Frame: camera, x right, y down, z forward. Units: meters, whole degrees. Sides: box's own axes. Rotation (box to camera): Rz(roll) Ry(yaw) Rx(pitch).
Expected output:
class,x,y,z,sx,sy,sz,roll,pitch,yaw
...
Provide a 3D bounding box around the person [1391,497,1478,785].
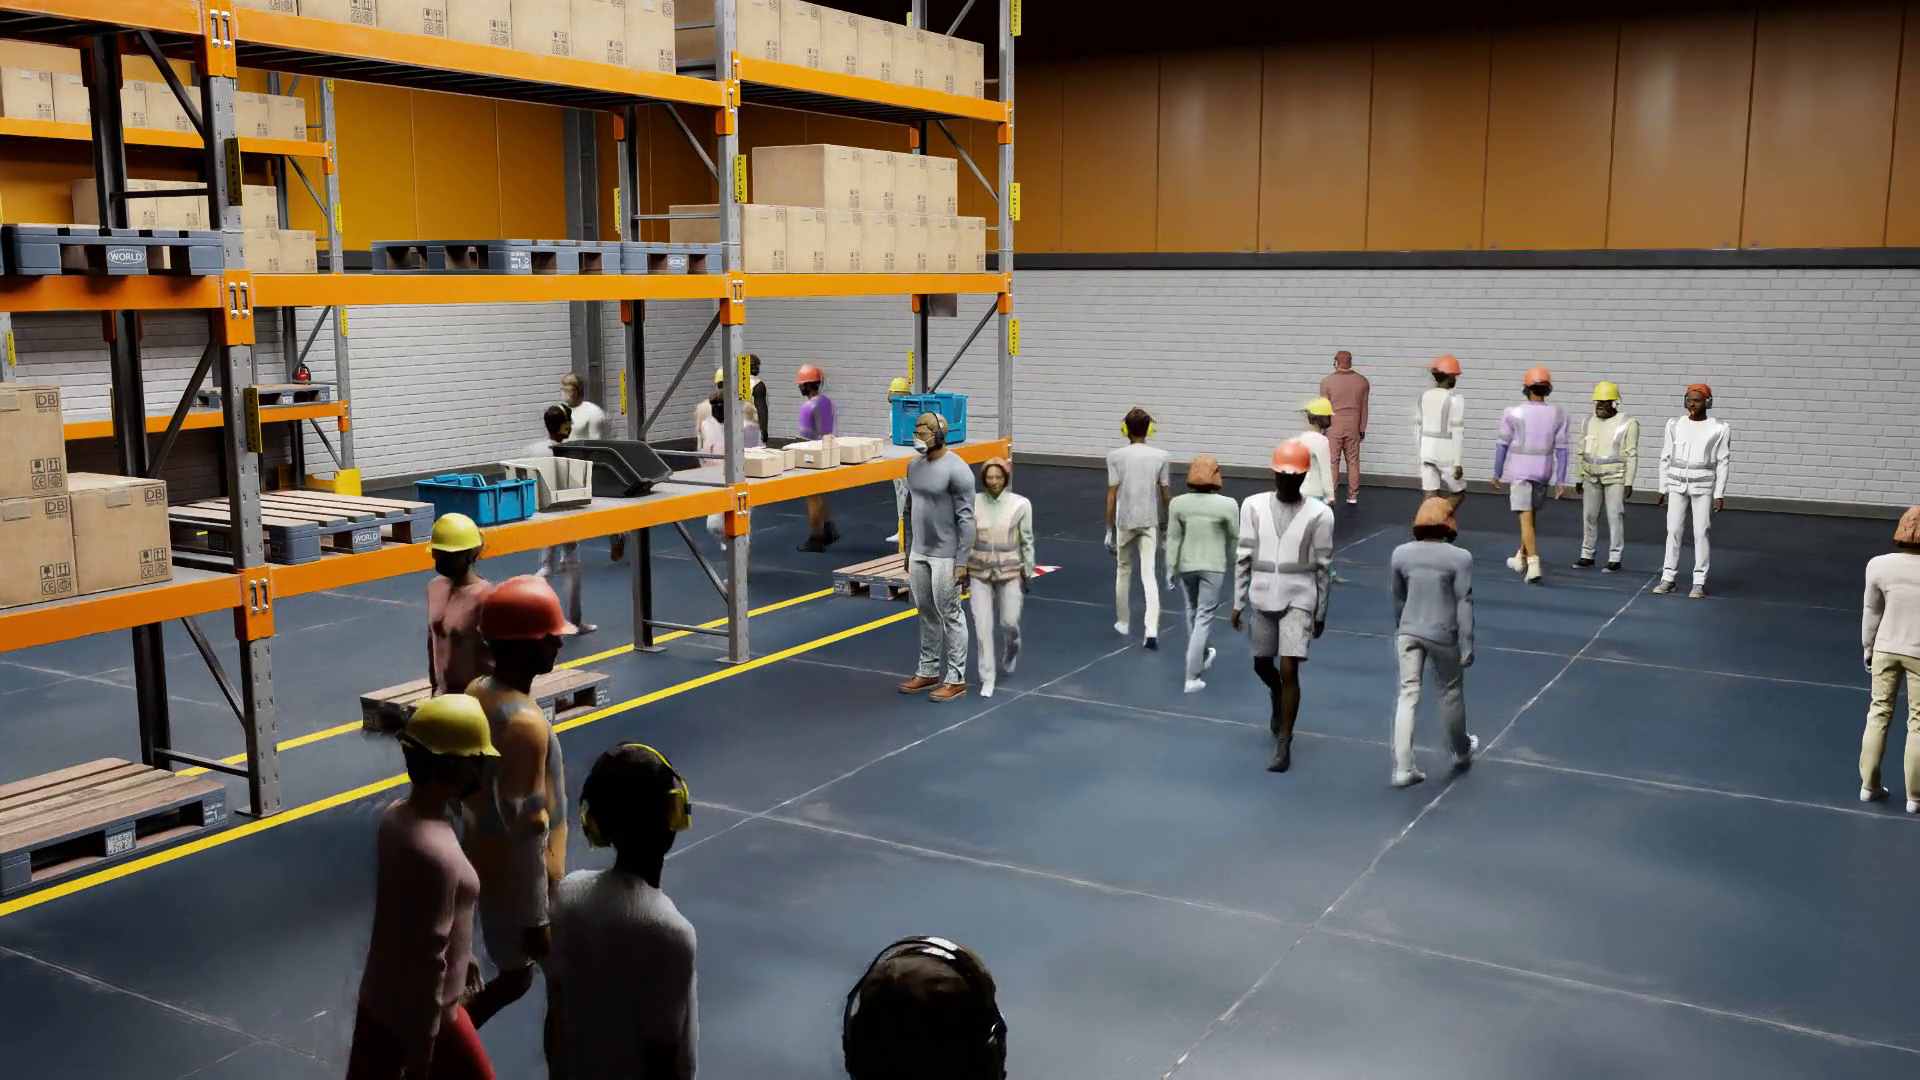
class,x,y,z,sx,sy,sz,roll,pitch,yaw
person,2.689,0.551,9.365,0.557,1.580,0.837,8,12,40

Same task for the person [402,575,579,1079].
class,x,y,z,sx,sy,sz,roll,pitch,yaw
person,-1.452,1.056,5.229,0.776,1.913,0.552,-6,11,-34

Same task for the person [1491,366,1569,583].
class,x,y,z,sx,sy,sz,roll,pitch,yaw
person,5.317,-0.618,15.462,0.612,2.000,1.074,0,9,-2

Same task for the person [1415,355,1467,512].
class,x,y,z,sx,sy,sz,roll,pitch,yaw
person,4.836,-0.836,16.668,0.420,2.028,0.634,-5,11,-30

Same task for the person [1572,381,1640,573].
class,x,y,z,sx,sy,sz,roll,pitch,yaw
person,6.139,-0.598,15.840,0.404,1.824,0.605,-7,12,-39

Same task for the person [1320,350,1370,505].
class,x,y,z,sx,sy,sz,roll,pitch,yaw
person,4.677,-1.370,20.392,0.643,1.908,0.411,-2,9,-10

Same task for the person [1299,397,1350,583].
class,x,y,z,sx,sy,sz,roll,pitch,yaw
person,3.141,-0.430,15.079,0.845,1.738,0.522,-1,9,-4

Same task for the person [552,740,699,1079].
class,x,y,z,sx,sy,sz,roll,pitch,yaw
person,-0.704,1.351,3.750,0.993,1.803,0.567,-9,13,-43

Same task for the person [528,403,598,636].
class,x,y,z,sx,sy,sz,roll,pitch,yaw
person,-3.175,-0.131,12.855,0.527,1.848,0.720,5,10,30

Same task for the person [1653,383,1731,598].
class,x,y,z,sx,sy,sz,roll,pitch,yaw
person,6.424,-0.432,14.608,0.573,1.883,0.355,8,12,40

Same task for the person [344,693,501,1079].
class,x,y,z,sx,sy,sz,roll,pitch,yaw
person,-1.474,1.267,4.564,0.943,1.701,0.536,-7,11,-35

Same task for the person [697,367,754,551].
class,x,y,z,sx,sy,sz,roll,pitch,yaw
person,-2.378,-0.820,16.940,0.607,1.913,0.400,0,9,2

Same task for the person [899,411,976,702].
class,x,y,z,sx,sy,sz,roll,pitch,yaw
person,-0.155,0.104,11.088,0.355,1.938,0.634,-8,12,-40

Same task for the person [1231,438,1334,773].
class,x,y,z,sx,sy,sz,roll,pitch,yaw
person,1.907,0.338,9.736,0.555,1.912,0.823,4,10,25

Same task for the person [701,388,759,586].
class,x,y,z,sx,sy,sz,roll,pitch,yaw
person,-2.070,-0.494,15.218,0.639,1.821,0.555,5,10,29

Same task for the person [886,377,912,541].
class,x,y,z,sx,sy,sz,roll,pitch,yaw
person,-0.622,-0.852,17.663,0.308,1.744,0.485,4,10,25

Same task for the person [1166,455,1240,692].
class,x,y,z,sx,sy,sz,roll,pitch,yaw
person,1.715,0.210,11.512,0.507,1.593,0.849,5,11,31

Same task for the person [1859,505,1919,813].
class,x,y,z,sx,sy,sz,roll,pitch,yaw
person,5.031,0.624,8.819,0.277,1.629,0.496,-7,11,-36

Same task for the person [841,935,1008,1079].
class,x,y,z,sx,sy,sz,roll,pitch,yaw
person,-0.056,1.496,2.449,0.649,1.920,0.442,3,10,18

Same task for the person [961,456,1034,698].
class,x,y,z,sx,sy,sz,roll,pitch,yaw
person,0.242,0.227,11.304,0.522,1.619,0.562,1,9,5

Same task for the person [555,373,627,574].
class,x,y,z,sx,sy,sz,roll,pitch,yaw
person,-3.575,-0.644,15.870,0.629,1.921,0.737,5,11,31

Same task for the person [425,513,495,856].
class,x,y,z,sx,sy,sz,roll,pitch,yaw
person,-2.307,0.739,7.711,0.542,1.750,0.374,6,11,35

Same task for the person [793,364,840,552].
class,x,y,z,sx,sy,sz,roll,pitch,yaw
person,-1.495,-0.819,16.877,0.388,1.926,0.580,4,10,24

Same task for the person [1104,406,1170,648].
class,x,y,z,sx,sy,sz,roll,pitch,yaw
person,1.378,-0.109,12.778,0.541,1.832,0.956,-1,9,-4

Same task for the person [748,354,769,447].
class,x,y,z,sx,sy,sz,roll,pitch,yaw
person,-2.582,-1.382,20.675,0.627,1.842,0.429,9,13,44
